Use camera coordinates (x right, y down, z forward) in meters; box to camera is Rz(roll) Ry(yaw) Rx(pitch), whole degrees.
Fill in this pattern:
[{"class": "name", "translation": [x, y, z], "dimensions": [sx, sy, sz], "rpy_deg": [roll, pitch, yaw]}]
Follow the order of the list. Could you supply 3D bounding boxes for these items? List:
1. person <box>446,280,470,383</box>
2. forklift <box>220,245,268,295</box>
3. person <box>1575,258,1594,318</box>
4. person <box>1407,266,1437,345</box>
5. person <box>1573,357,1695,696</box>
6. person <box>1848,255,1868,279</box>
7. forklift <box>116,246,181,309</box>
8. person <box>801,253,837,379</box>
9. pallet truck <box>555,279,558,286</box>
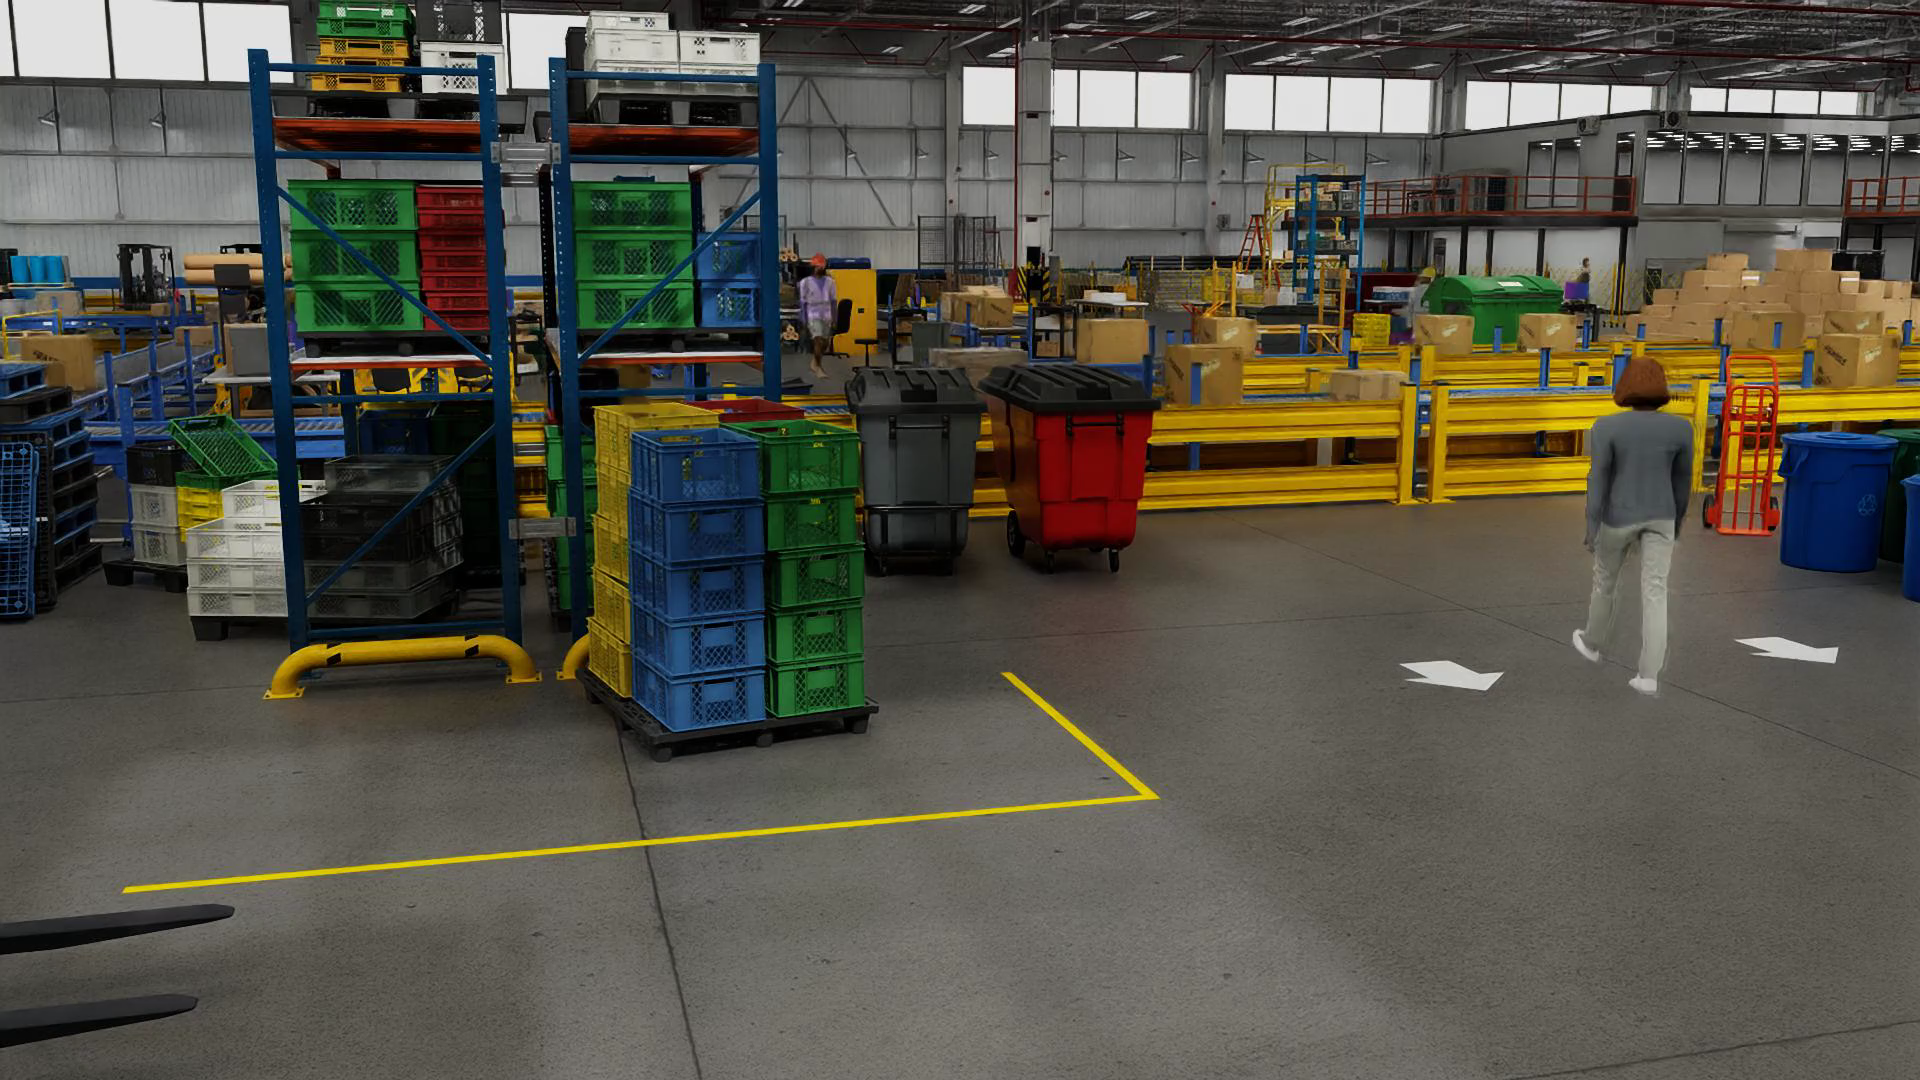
[{"class": "person", "translation": [-7.553, -3.223, 25.087], "dimensions": [0.742, 1.870, 0.722], "rpy_deg": [-4, 11, -23]}, {"class": "forklift", "translation": [-17.749, -6.334, 41.440], "dimensions": [1.157, 1.987, 2.680], "rpy_deg": [-3, 10, -17]}, {"class": "person", "translation": [18.759, -7.599, 50.080], "dimensions": [0.528, 1.802, 0.988], "rpy_deg": [-4, 11, -20]}, {"class": "person", "translation": [7.407, -3.458, 26.564], "dimensions": [0.602, 1.816, 0.622], "rpy_deg": [9, 13, 41]}, {"class": "person", "translation": [3.277, -0.093, 8.109], "dimensions": [0.527, 1.585, 0.839], "rpy_deg": [1, 10, 4]}, {"class": "person", "translation": [24.373, -6.809, 45.235], "dimensions": [0.590, 1.920, 0.398], "rpy_deg": [-3, 10, -15]}, {"class": "forklift", "translation": [-19.966, -6.232, 40.894], "dimensions": [1.157, 1.987, 2.680], "rpy_deg": [-3, 10, -15]}, {"class": "person", "translation": [-2.299, -3.623, 26.922], "dimensions": [0.613, 2.023, 0.786], "rpy_deg": [-5, 11, -26]}, {"class": "pallet truck", "translation": [-10.604, -6.375, 44.520], "dimensions": [0.653, 1.274, 1.630], "rpy_deg": [-3, 10, -15]}]
